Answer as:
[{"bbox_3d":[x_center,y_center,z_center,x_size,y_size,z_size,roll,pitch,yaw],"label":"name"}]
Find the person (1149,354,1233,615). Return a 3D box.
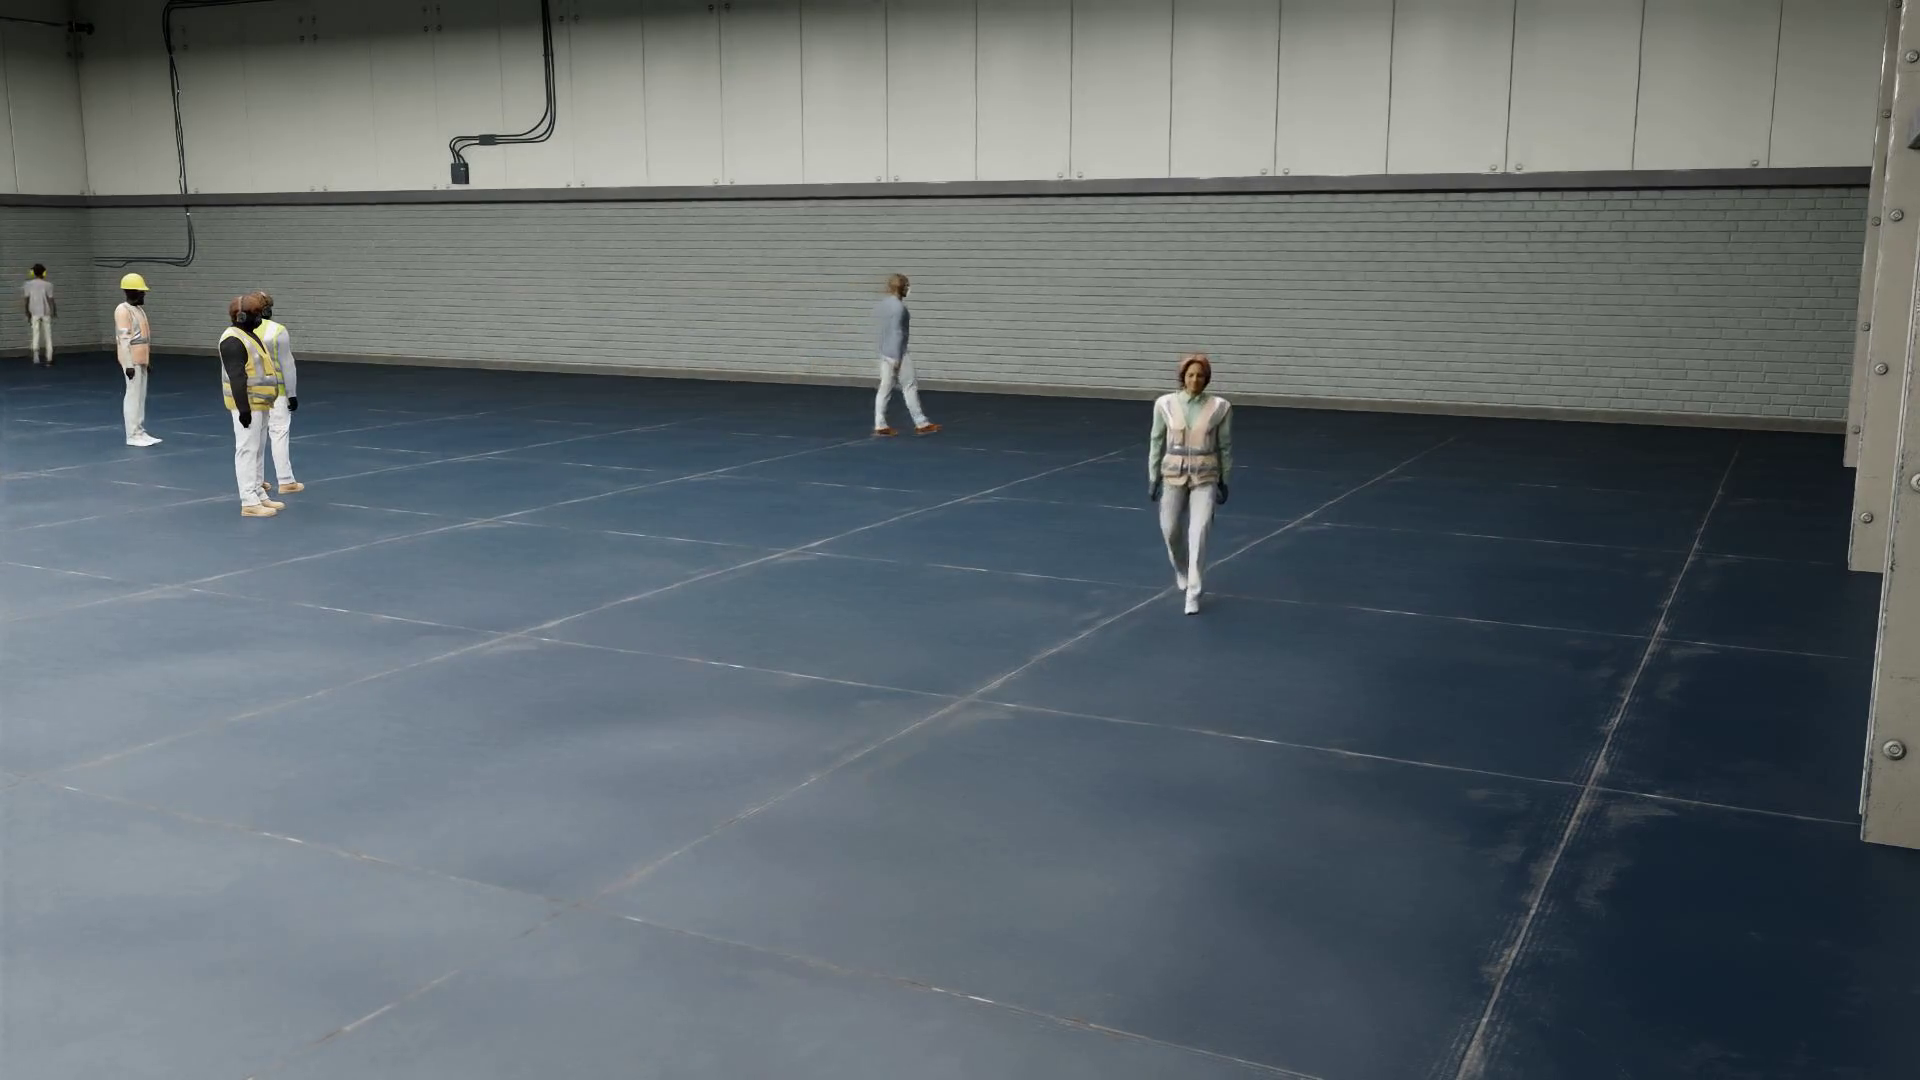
[{"bbox_3d":[1.467,-0.382,10.559,0.521,1.613,0.710,3,11,14],"label":"person"}]

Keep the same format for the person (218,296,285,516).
[{"bbox_3d":[-5.964,-1.125,14.023,0.429,1.845,0.627,-2,11,-9],"label":"person"}]

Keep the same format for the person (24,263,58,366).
[{"bbox_3d":[-16.541,-4.046,29.918,0.549,1.851,0.491,-3,11,-17],"label":"person"}]

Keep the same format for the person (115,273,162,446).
[{"bbox_3d":[-9.214,-2.014,18.638,0.382,1.924,0.594,-2,11,-9],"label":"person"}]

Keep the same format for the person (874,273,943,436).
[{"bbox_3d":[-0.641,-2.157,19.499,0.757,1.918,0.638,-4,11,-20],"label":"person"}]

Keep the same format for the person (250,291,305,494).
[{"bbox_3d":[-6.327,-1.337,15.176,0.633,1.843,0.429,2,11,9],"label":"person"}]
